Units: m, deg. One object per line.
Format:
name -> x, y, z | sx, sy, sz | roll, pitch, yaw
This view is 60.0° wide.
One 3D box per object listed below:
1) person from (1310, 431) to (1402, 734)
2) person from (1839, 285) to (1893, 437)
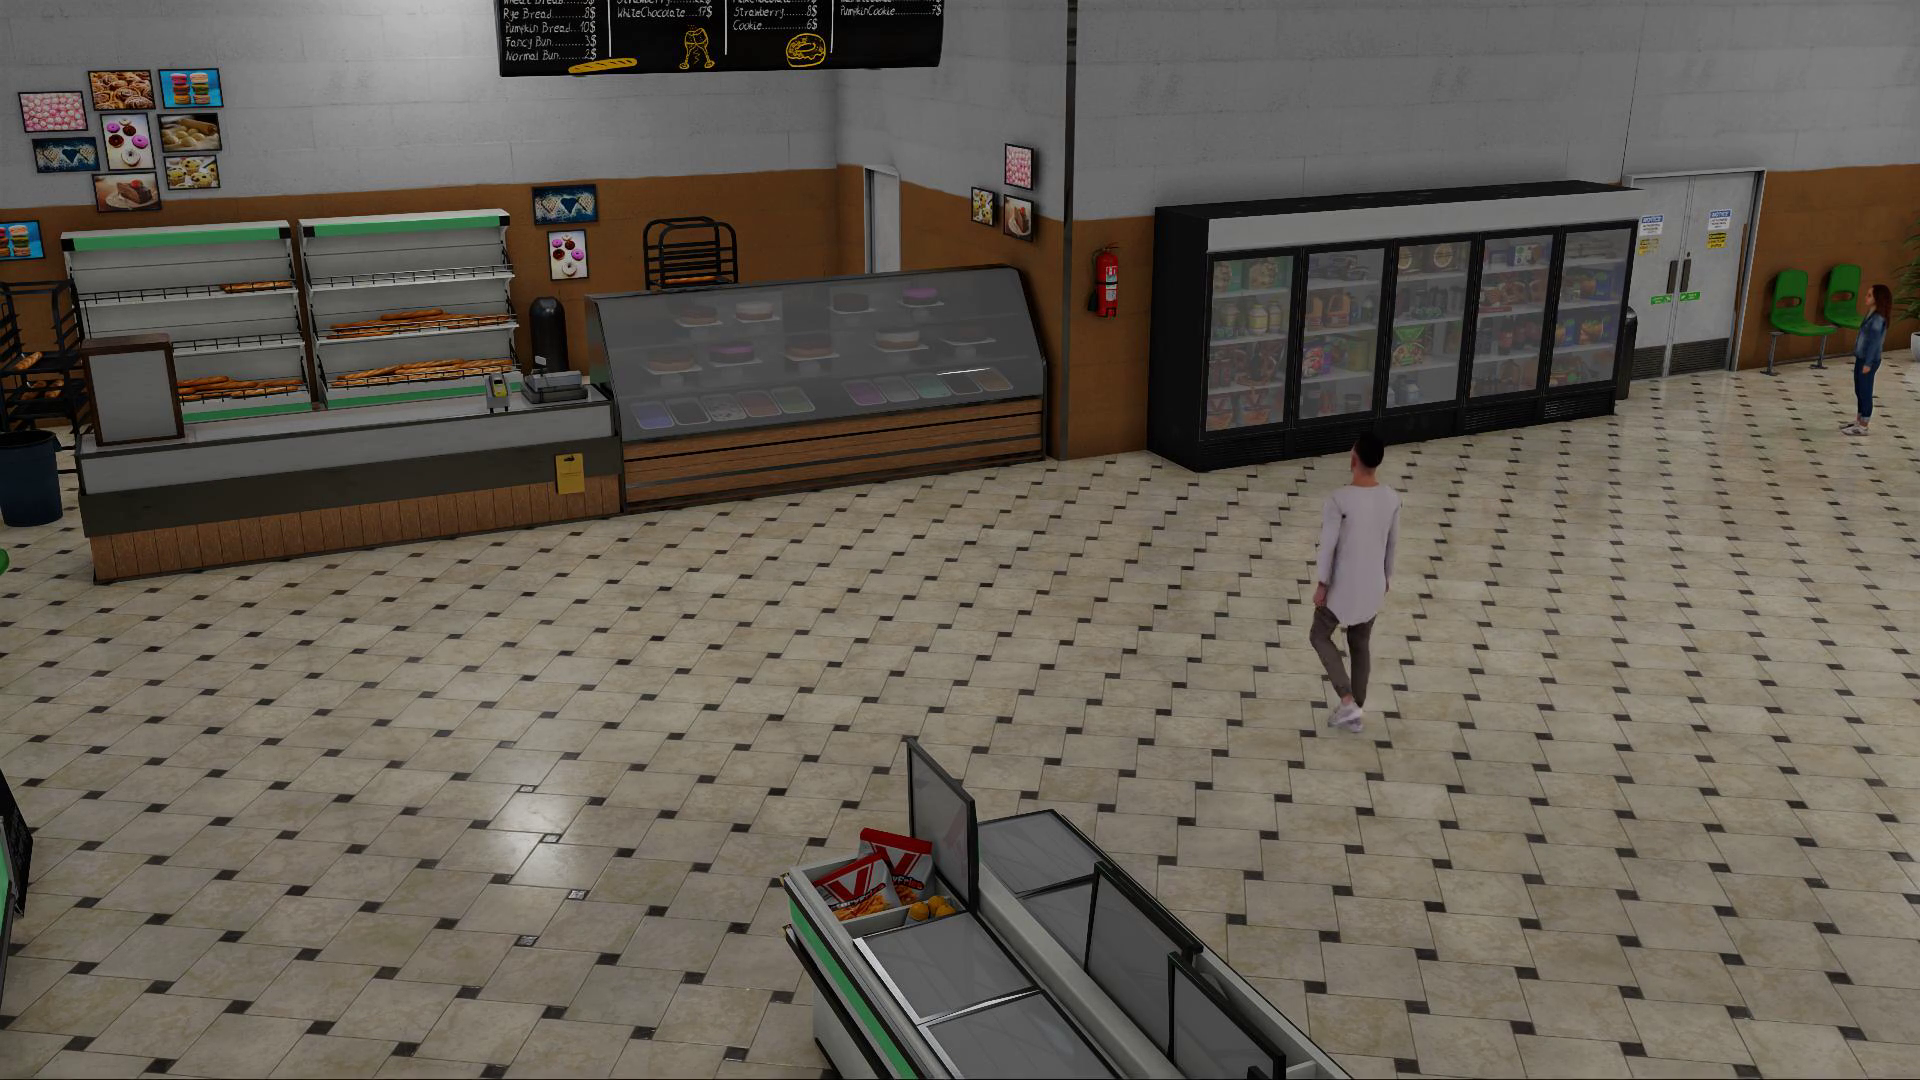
person -> 2.328, 0.287, 9.659 | 0.713, 1.831, 0.718 | -7, 20, -19
person -> 8.915, -1.766, 16.308 | 0.686, 1.473, 0.607 | 4, 19, 13
